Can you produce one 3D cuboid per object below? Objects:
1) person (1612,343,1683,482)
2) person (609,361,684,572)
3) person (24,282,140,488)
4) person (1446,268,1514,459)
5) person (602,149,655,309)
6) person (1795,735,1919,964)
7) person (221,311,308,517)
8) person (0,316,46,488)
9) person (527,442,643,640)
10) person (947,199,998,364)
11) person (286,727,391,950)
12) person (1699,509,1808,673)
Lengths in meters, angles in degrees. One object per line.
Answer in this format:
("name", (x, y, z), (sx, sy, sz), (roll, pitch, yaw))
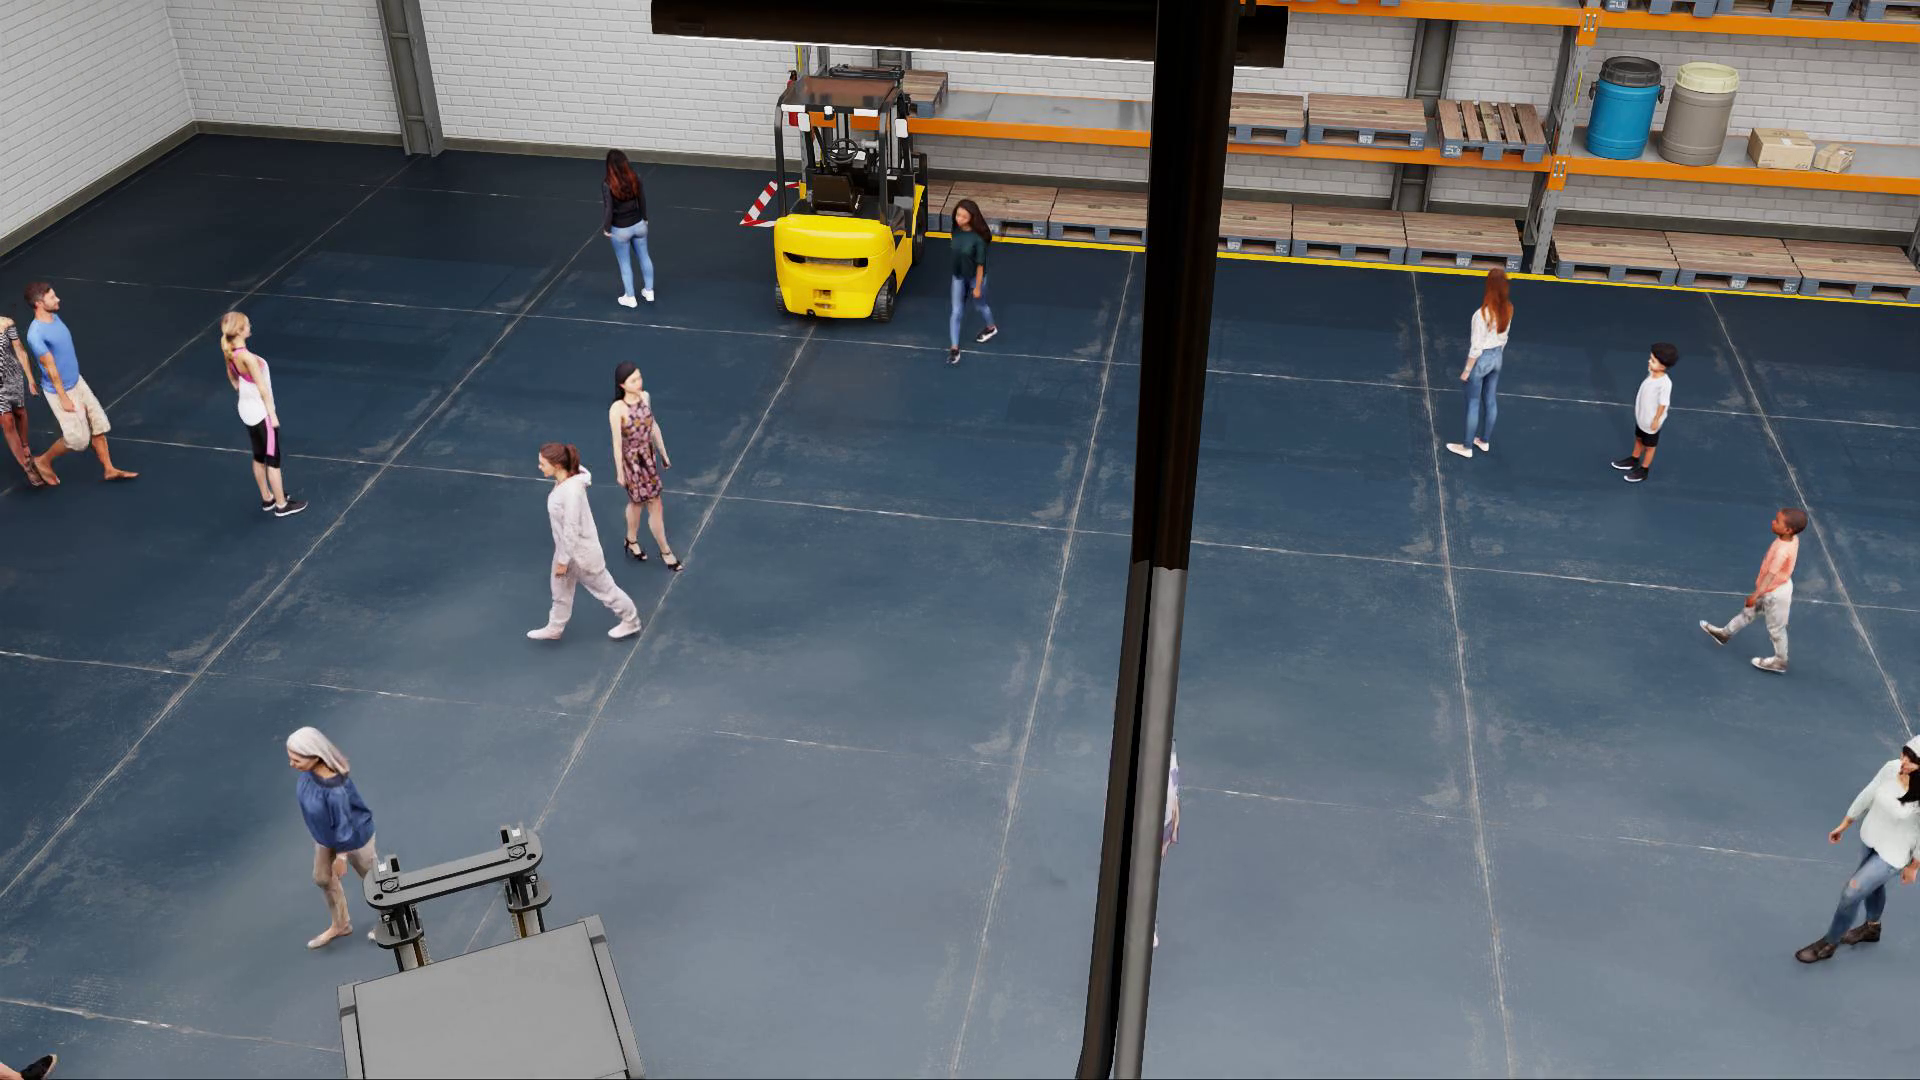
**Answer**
("person", (5.825, -1.091, 13.998), (0.562, 1.257, 0.540), (-3, 34, -5))
("person", (-2.546, -0.585, 12.785), (0.924, 1.757, 0.758), (15, 36, 21))
("person", (-7.436, -1.240, 13.686), (1.064, 1.851, 0.805), (-2, 34, -4))
("person", (4.489, -1.516, 14.212), (0.630, 1.728, 0.708), (-18, 38, -25))
("person", (-3.349, -3.153, 16.762), (0.717, 1.631, 0.763), (-24, 40, -31))
("person", (5.311, 1.728, 9.427), (0.916, 1.623, 0.748), (-4, 34, -6))
("person", (-5.679, -1.016, 13.407), (0.615, 1.787, 0.747), (23, 40, 31))
("person", (-8.036, -1.342, 13.903), (0.996, 1.780, 1.073), (-19, 38, -26))
("person", (-2.642, 0.046, 11.933), (1.152, 1.650, 0.972), (-11, 35, -16))
("person", (0.129, -2.511, 15.844), (1.070, 1.578, 0.940), (26, 41, 33))
("person", (-3.415, 1.653, 9.491), (0.933, 1.676, 0.886), (-22, 39, -29))
("person", (5.837, 0.377, 11.770), (0.931, 1.279, 0.697), (20, 38, 27))
